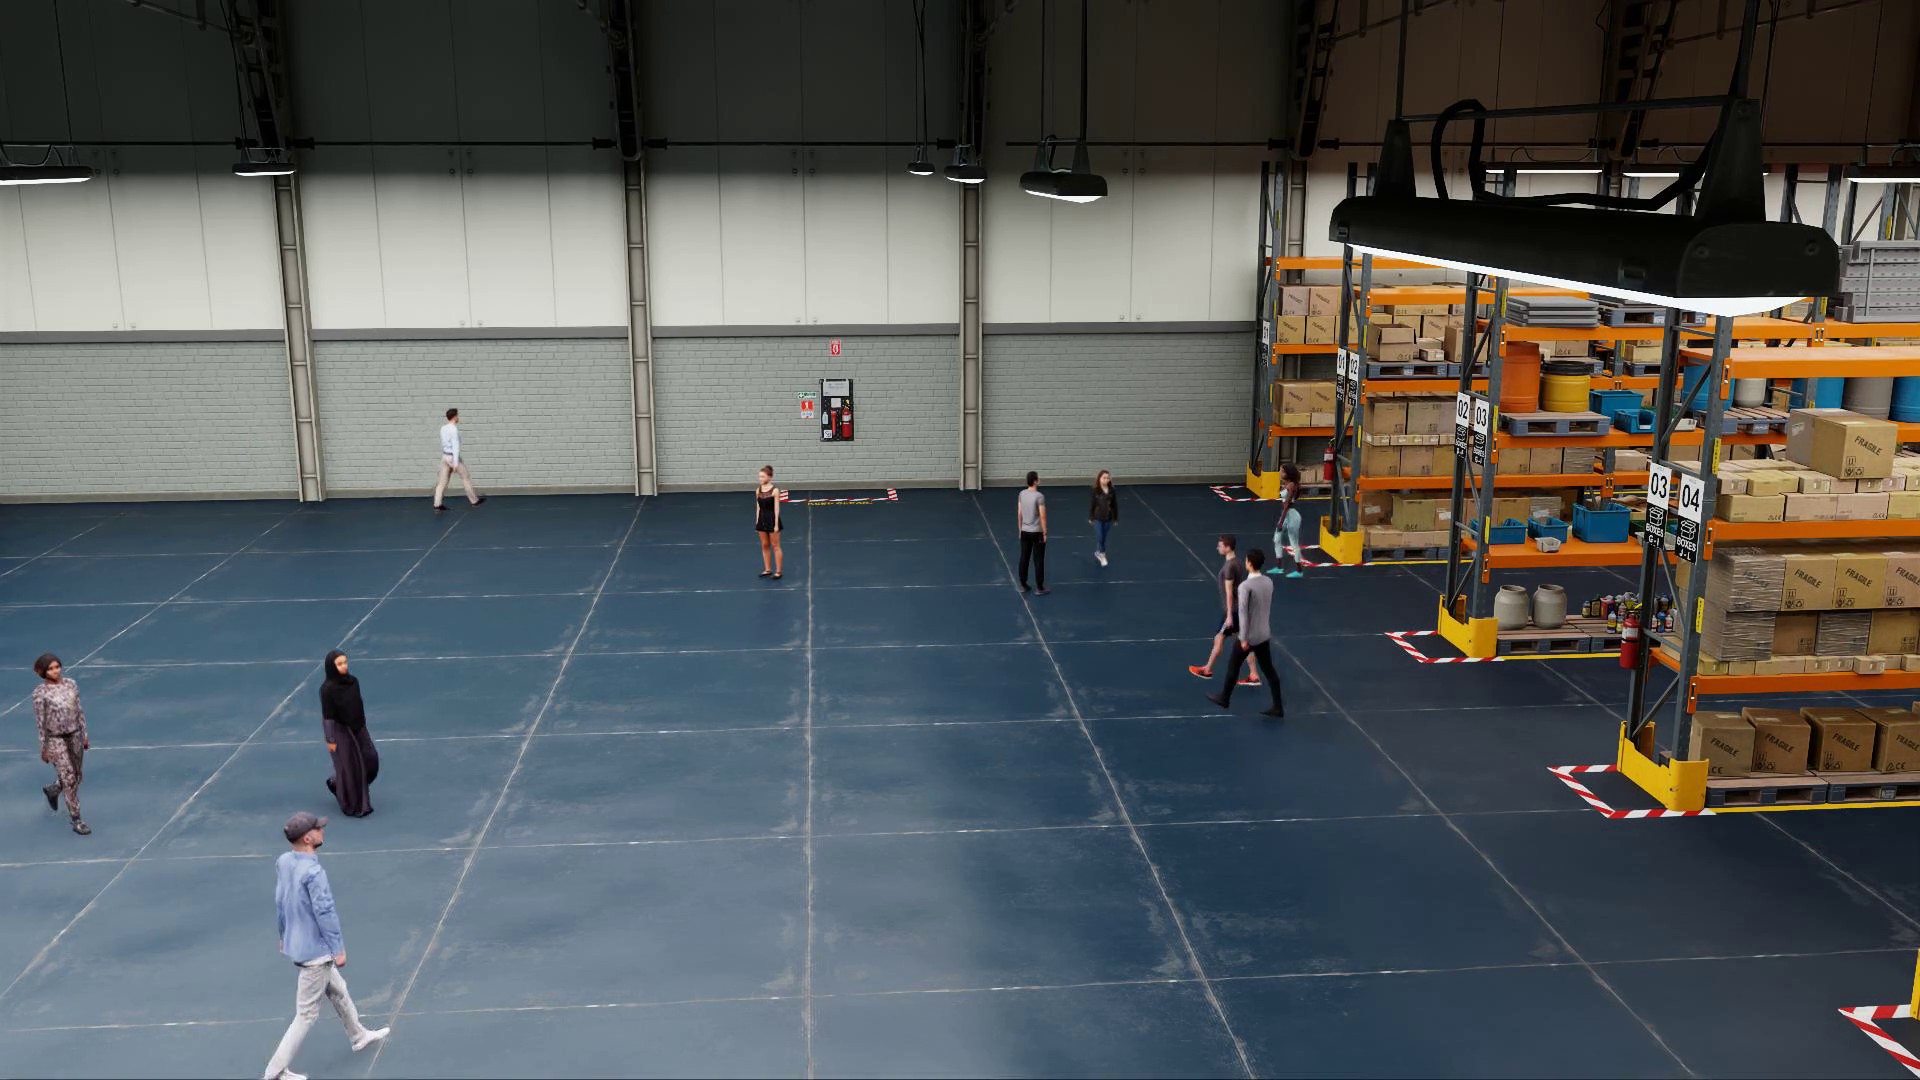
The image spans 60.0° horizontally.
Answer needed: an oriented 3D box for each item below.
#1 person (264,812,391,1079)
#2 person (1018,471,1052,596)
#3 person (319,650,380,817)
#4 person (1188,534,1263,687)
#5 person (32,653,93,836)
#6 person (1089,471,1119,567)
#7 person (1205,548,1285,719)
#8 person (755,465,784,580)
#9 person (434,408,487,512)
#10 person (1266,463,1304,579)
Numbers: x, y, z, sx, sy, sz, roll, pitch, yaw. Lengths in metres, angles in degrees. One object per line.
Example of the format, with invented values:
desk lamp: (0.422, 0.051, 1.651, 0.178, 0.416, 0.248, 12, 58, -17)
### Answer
person: (-4.396, 2.750, 11.081, 1.153, 1.850, 1.253, 12, 18, 43)
person: (1.031, -0.111, 23.650, 0.702, 1.754, 0.769, 10, 16, 37)
person: (-5.844, 1.802, 15.713, 0.910, 1.606, 0.821, 7, 15, 28)
person: (3.264, 0.857, 19.360, 1.260, 1.803, 1.081, 7, 15, 27)
person: (-8.275, 1.855, 15.287, 1.069, 1.695, 0.957, 9, 16, 34)
person: (2.154, -0.342, 25.343, 0.931, 1.440, 0.681, -2, 13, -9)
person: (3.308, 1.076, 18.270, 1.294, 1.867, 1.253, -11, 17, -39)
person: (-2.805, -0.267, 24.488, 0.670, 1.679, 0.749, 8, 15, 31)
person: (-8.887, -1.339, 28.865, 1.230, 1.792, 1.217, 9, 16, 34)
person: (4.933, -0.265, 24.427, 0.747, 1.702, 0.590, -1, 13, -4)
